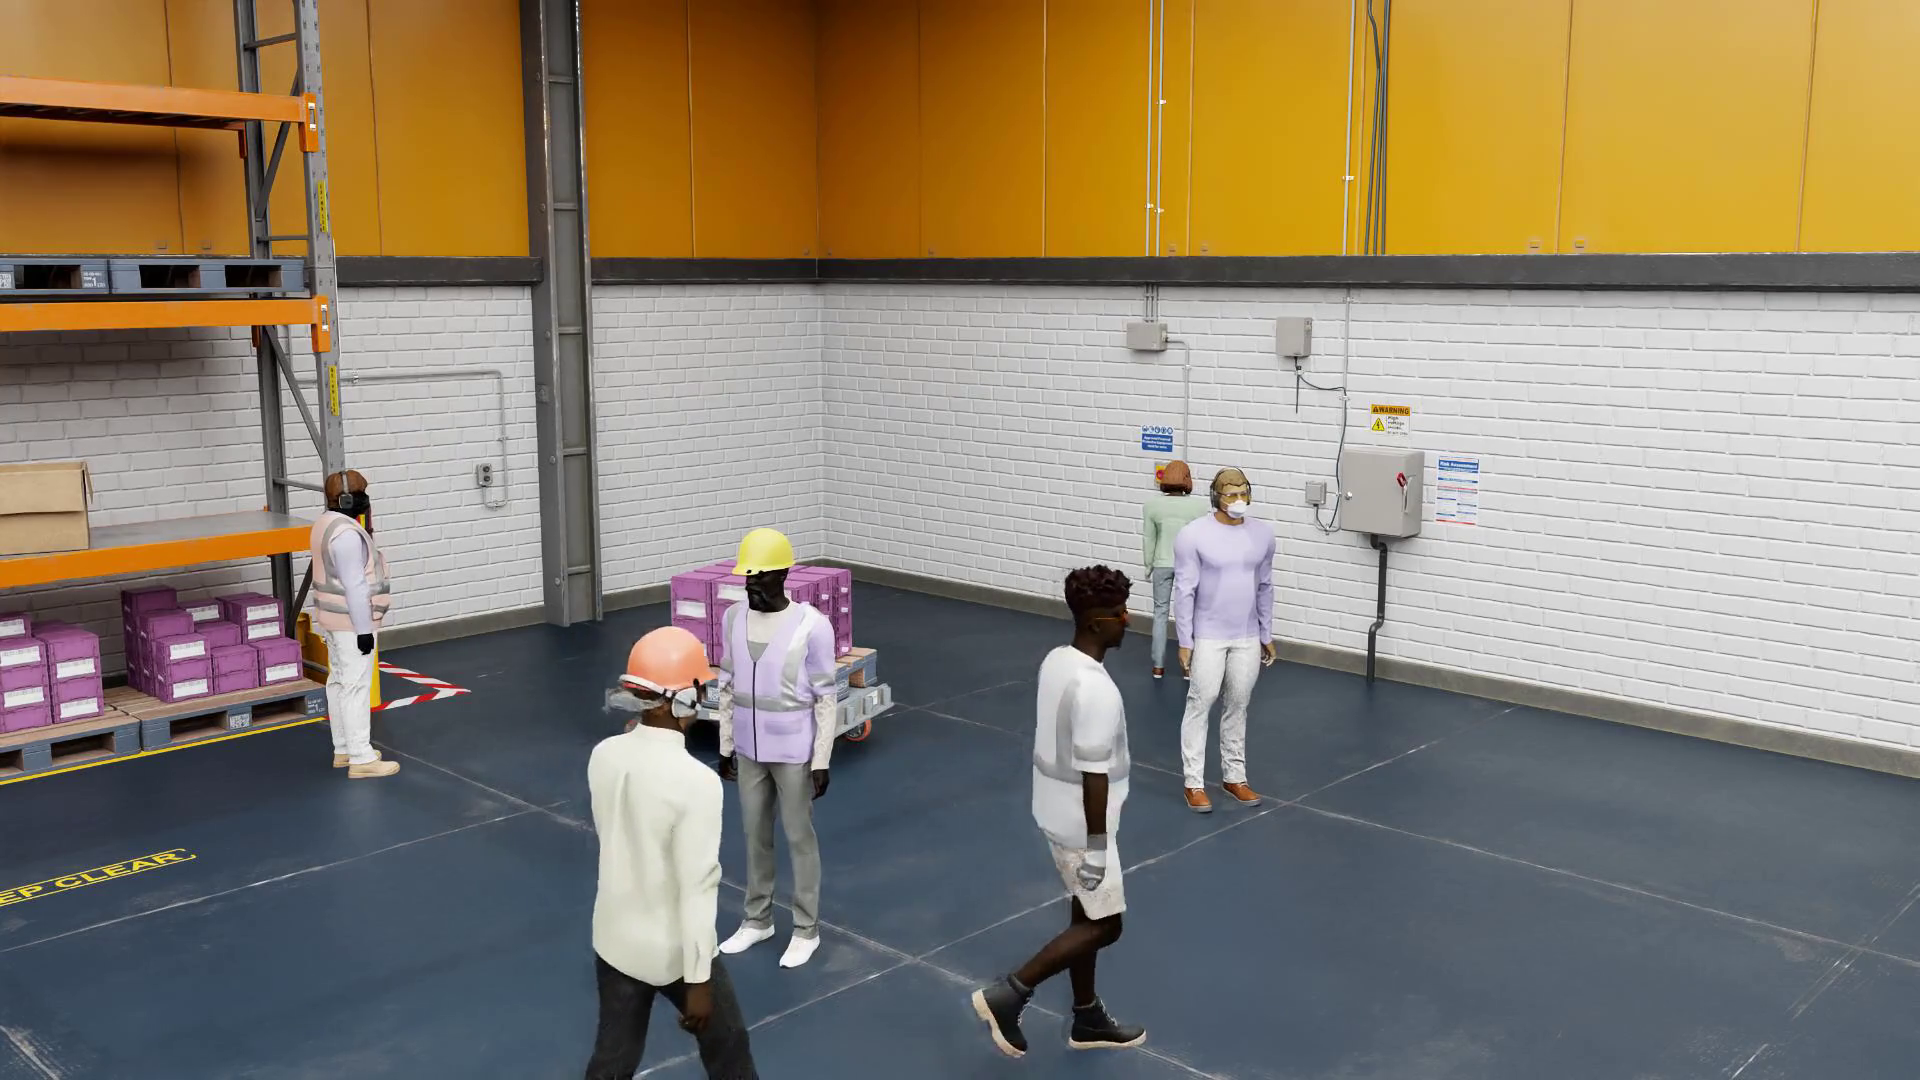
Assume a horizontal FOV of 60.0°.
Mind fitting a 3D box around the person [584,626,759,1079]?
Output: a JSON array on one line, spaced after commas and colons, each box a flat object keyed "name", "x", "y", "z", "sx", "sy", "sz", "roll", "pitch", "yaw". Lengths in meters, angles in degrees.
[{"name": "person", "x": -0.876, "y": 1.221, "z": 5.247, "sx": 0.632, "sy": 1.937, "sz": 0.993, "roll": 7, "pitch": 12, "yaw": 38}]

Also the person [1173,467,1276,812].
[{"name": "person", "x": 1.494, "y": 0.552, "z": 9.354, "sx": 0.627, "sy": 1.940, "sz": 0.372, "roll": -3, "pitch": 10, "yaw": -20}]

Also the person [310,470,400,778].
[{"name": "person", "x": -3.640, "y": 0.497, "z": 9.988, "sx": 0.429, "sy": 1.845, "sz": 0.621, "roll": -6, "pitch": 11, "yaw": -34}]

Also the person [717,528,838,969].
[{"name": "person", "x": -0.818, "y": 0.898, "z": 7.261, "sx": 0.594, "sy": 1.926, "sz": 0.367, "roll": 5, "pitch": 11, "yaw": 29}]

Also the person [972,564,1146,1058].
[{"name": "person", "x": 0.395, "y": 1.047, "z": 6.303, "sx": 0.632, "sy": 1.949, "sz": 0.607, "roll": -2, "pitch": 10, "yaw": -14}]

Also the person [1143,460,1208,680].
[{"name": "person", "x": 1.598, "y": 0.222, "z": 12.313, "sx": 0.497, "sy": 1.632, "sz": 0.289, "roll": 3, "pitch": 10, "yaw": 18}]
